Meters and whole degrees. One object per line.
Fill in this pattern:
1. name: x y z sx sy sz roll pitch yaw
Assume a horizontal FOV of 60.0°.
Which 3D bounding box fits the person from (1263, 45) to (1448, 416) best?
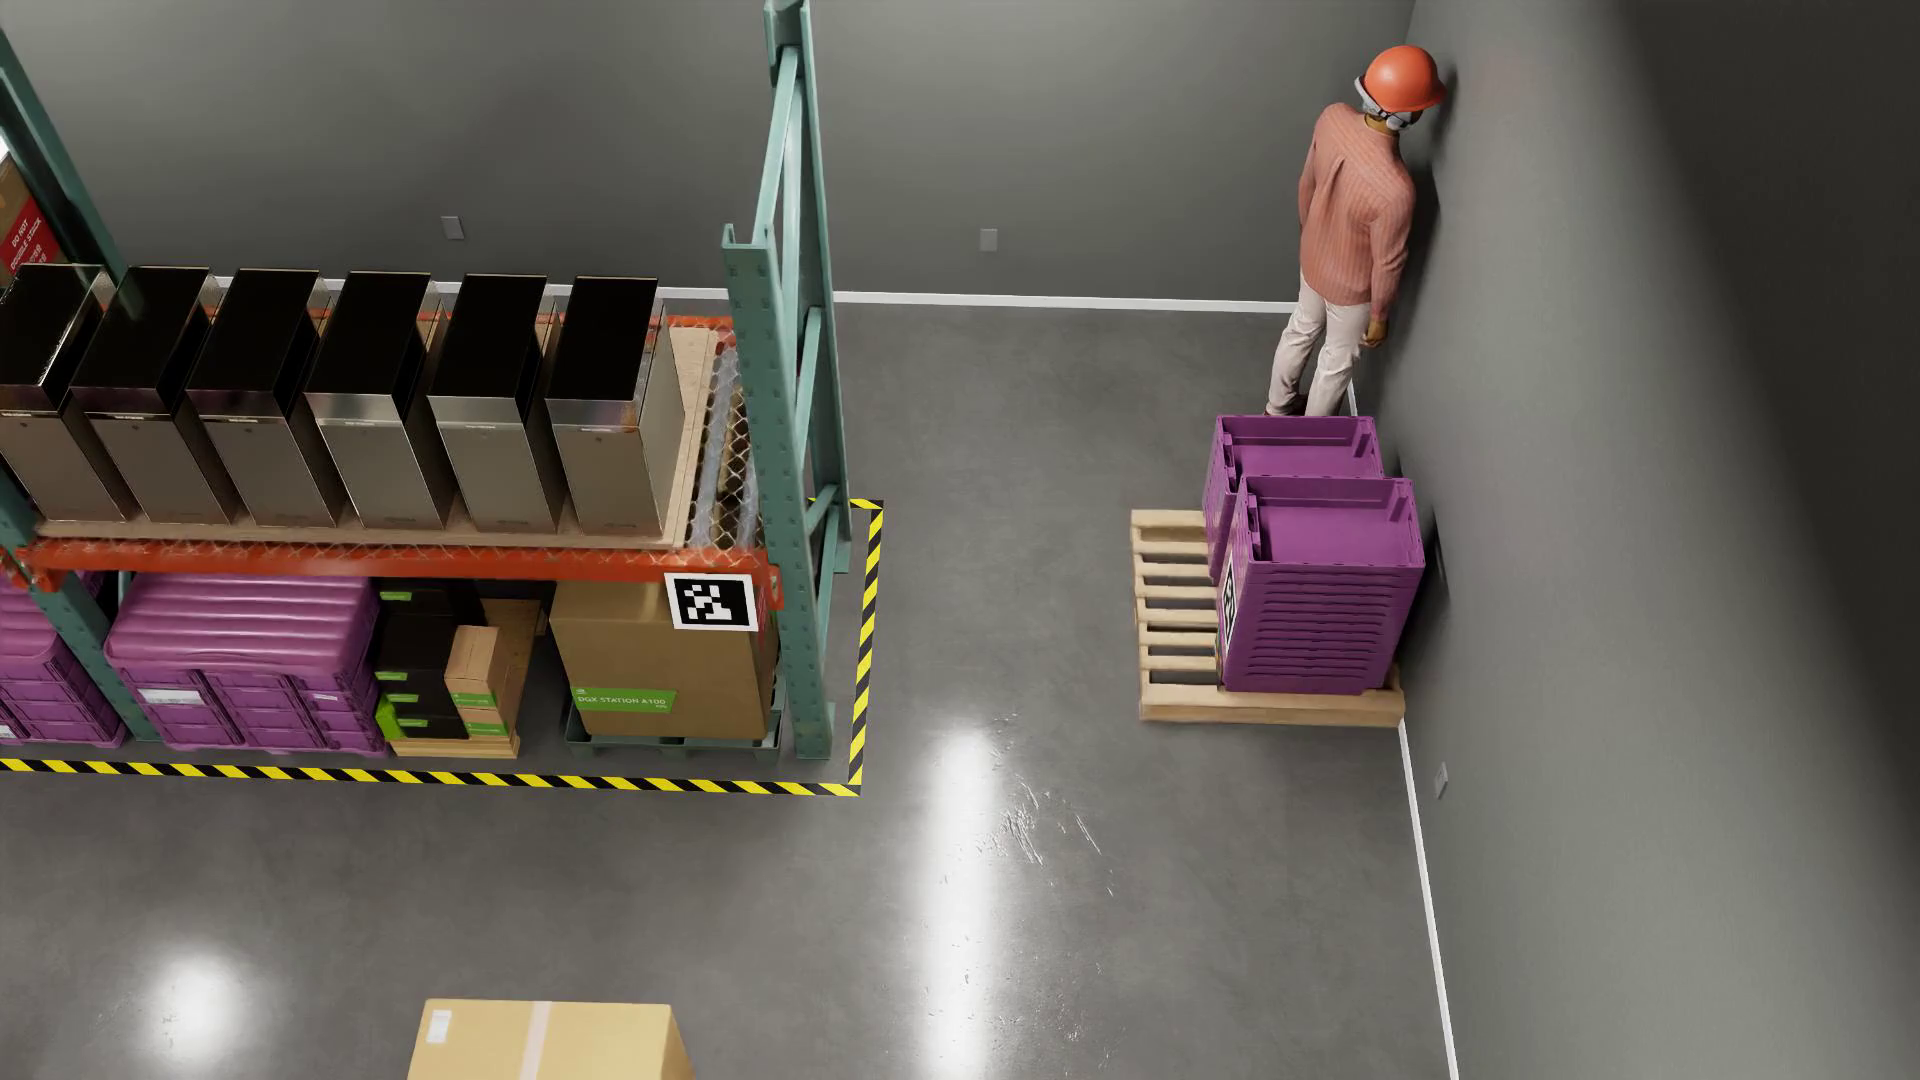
1. person: 1.524 -1.063 6.494 0.393 1.992 0.622 -17 54 -13
